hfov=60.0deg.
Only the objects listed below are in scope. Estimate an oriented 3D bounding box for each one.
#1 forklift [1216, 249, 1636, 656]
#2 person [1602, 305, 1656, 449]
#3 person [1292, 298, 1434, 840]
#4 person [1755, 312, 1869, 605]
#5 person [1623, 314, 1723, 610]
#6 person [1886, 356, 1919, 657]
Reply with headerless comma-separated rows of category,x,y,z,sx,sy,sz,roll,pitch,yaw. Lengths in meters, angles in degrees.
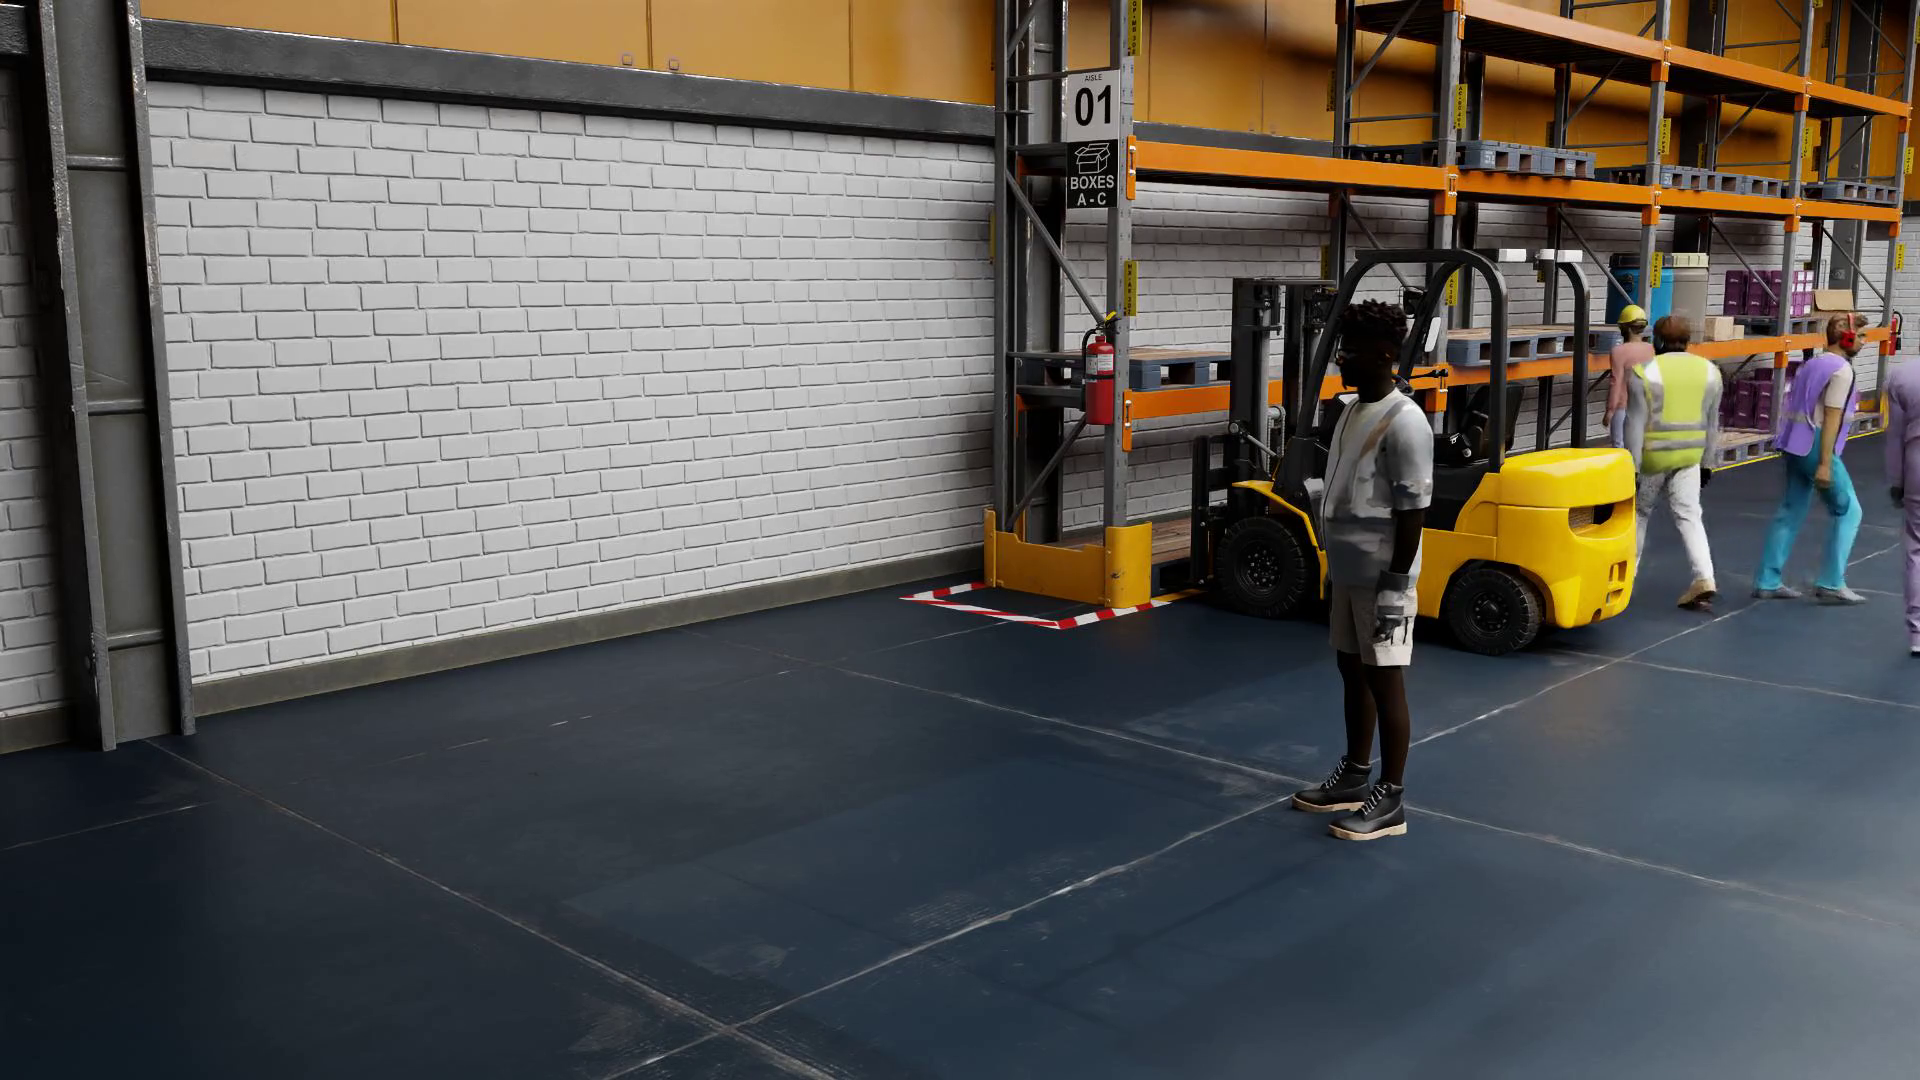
forklift,2.710,-0.584,9.626,2.313,2.155,1.214,9,13,43
person,5.681,-1.109,14.151,0.533,1.767,0.326,-4,10,-25
person,1.493,0.105,6.099,0.367,1.966,0.607,-2,9,-11
person,5.340,-0.495,10.283,0.698,1.803,0.583,1,9,5
person,4.394,-0.480,10.254,0.637,1.815,0.931,-1,9,-6
person,5.323,-0.321,8.914,0.661,1.887,0.641,9,13,43
